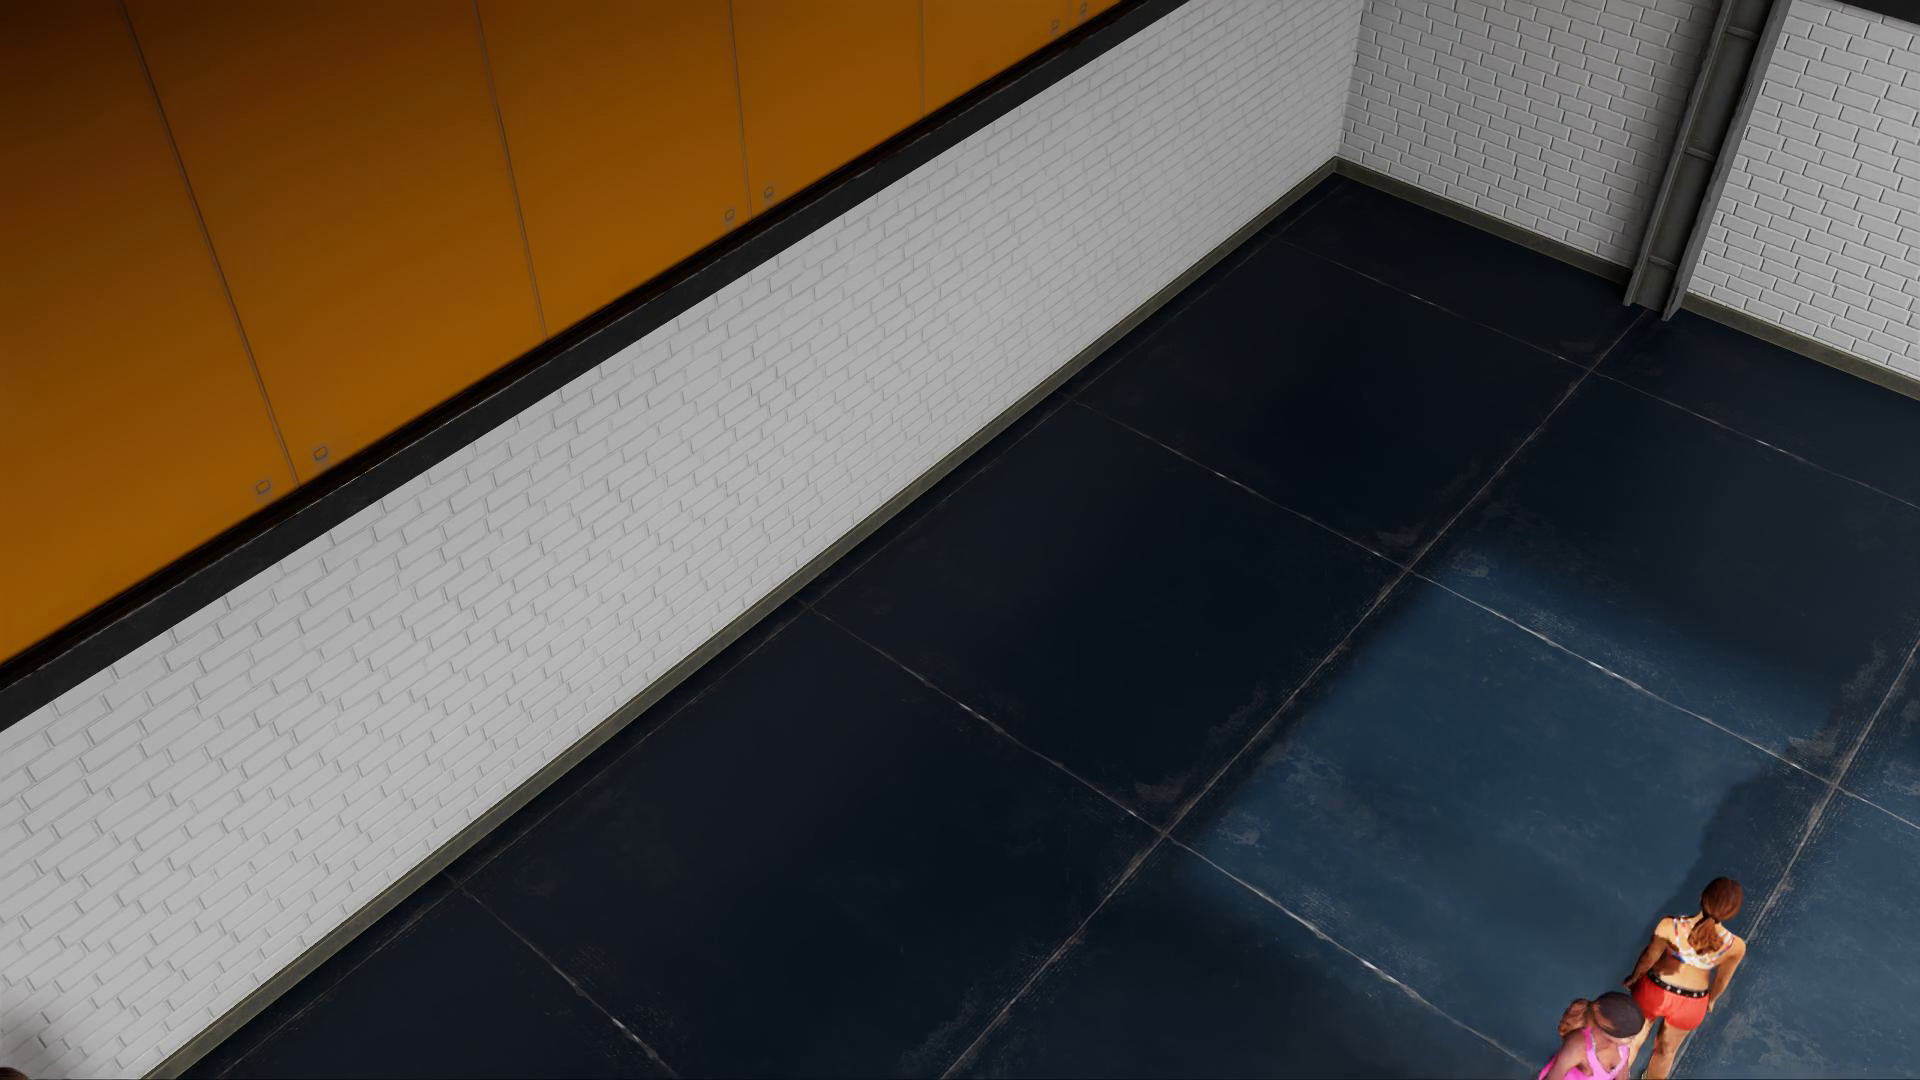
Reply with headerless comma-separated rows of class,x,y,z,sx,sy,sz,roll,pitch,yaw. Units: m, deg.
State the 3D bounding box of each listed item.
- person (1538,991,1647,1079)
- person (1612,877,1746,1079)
person,2.866,2.600,8.062,0.694,1.691,1.013,-27,50,-26
person,3.556,2.278,8.327,0.564,1.790,0.699,16,46,16
